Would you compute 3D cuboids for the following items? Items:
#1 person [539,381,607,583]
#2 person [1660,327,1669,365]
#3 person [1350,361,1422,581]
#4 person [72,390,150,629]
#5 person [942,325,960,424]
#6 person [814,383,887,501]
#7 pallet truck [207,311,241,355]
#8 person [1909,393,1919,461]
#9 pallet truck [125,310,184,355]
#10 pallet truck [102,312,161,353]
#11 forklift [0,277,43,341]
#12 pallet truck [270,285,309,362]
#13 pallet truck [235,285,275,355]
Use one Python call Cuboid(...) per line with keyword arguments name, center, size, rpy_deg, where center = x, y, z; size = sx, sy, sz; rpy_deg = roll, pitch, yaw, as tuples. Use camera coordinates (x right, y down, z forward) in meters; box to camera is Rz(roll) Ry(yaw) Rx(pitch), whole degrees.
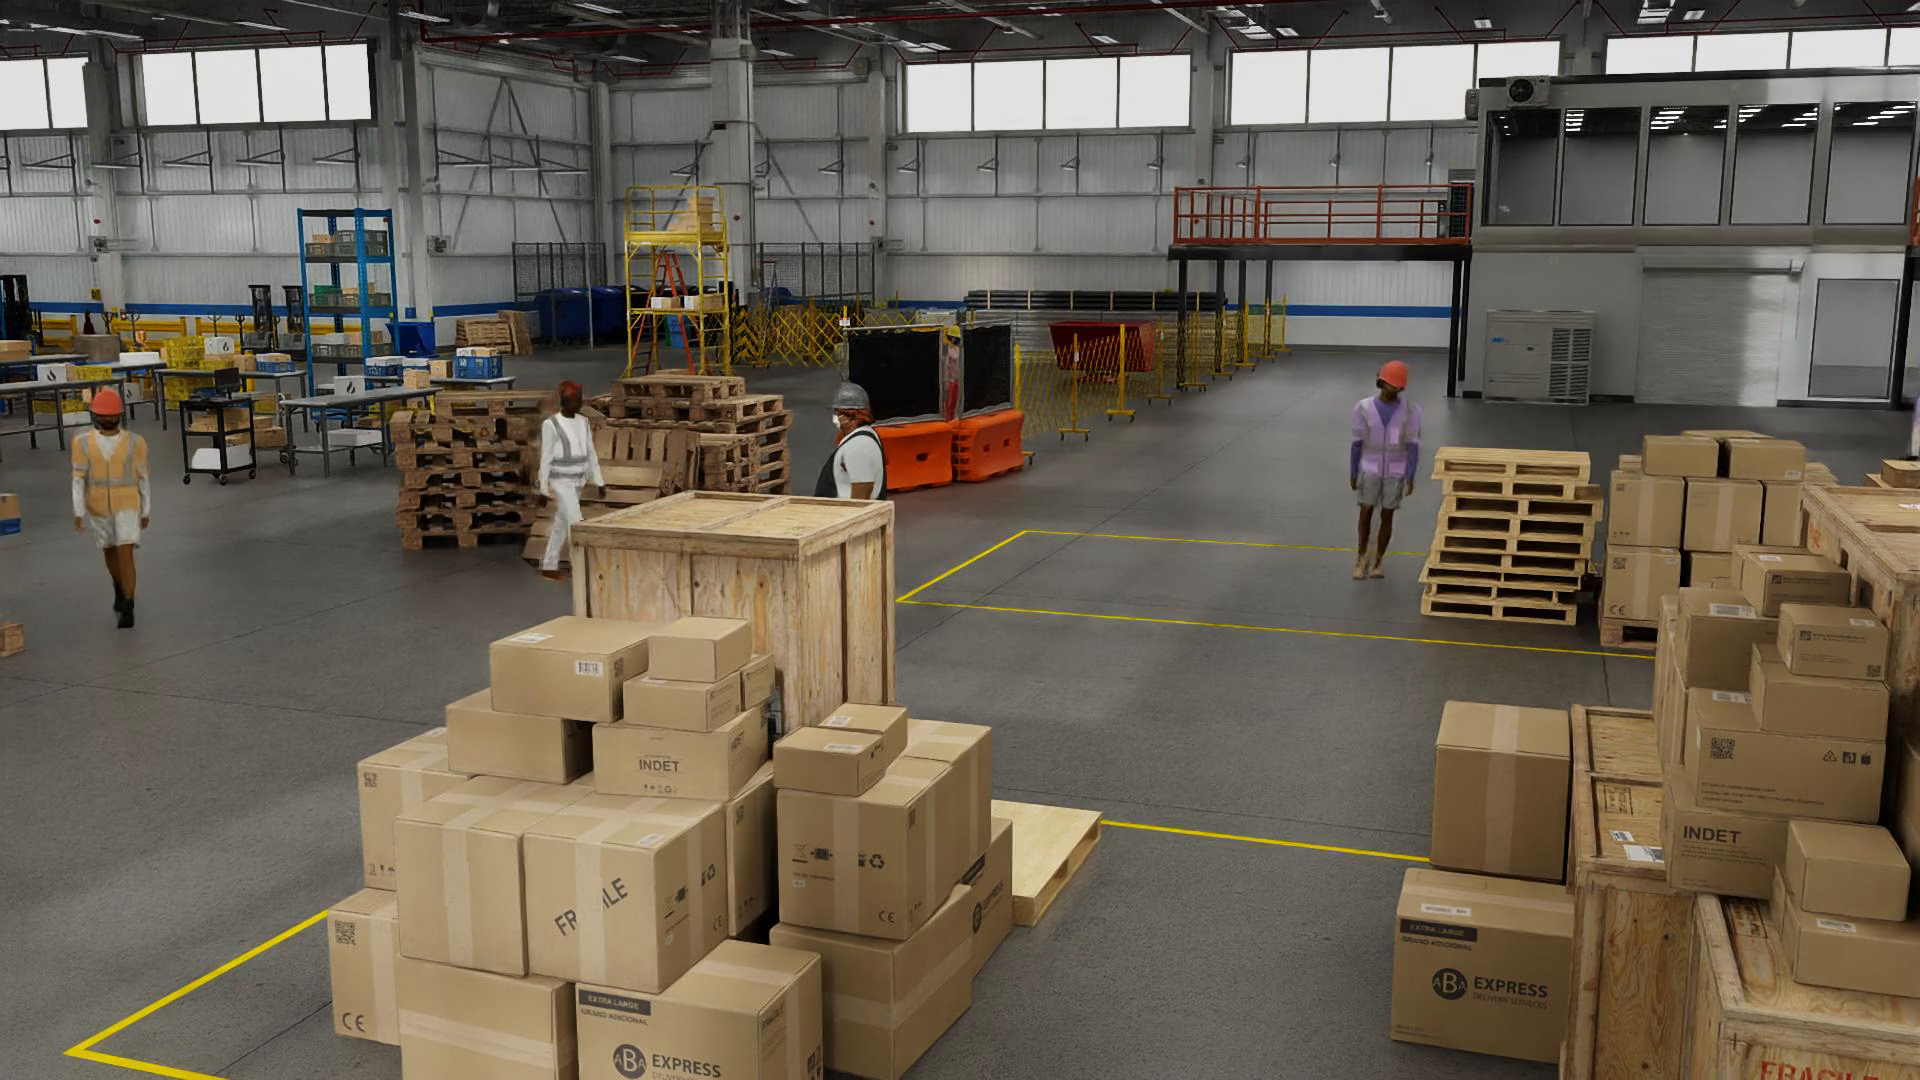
Cuboid(name="person", center=(-3.360, -0.485, 14.742), size=(1.043, 1.824, 0.585), rpy_deg=(4, 11, 23))
Cuboid(name="person", center=(17.715, -5.301, 41.798), size=(0.395, 1.861, 0.846), rpy_deg=(0, 10, -2))
Cuboid(name="person", center=(3.810, -0.610, 14.968), size=(0.611, 2.007, 0.703), rpy_deg=(3, 11, 18))
Cuboid(name="person", center=(-6.850, -0.282, 13.487), size=(0.541, 1.902, 0.995), rpy_deg=(-3, 11, -16))
Cuboid(name="person", center=(-0.119, -2.507, 26.334), size=(0.308, 1.769, 0.525), rpy_deg=(5, 11, 26))
Cuboid(name="person", center=(-0.804, -0.138, 12.214), size=(0.536, 2.000, 0.682), rpy_deg=(0, 10, 2))
Cuboid(name="pallet truck", center=(-19.537, -5.575, 44.913), size=(0.653, 1.274, 1.630), rpy_deg=(3, 11, 19))
Cuboid(name="person", center=(10.333, -1.001, 17.544), size=(0.588, 1.878, 0.993), rpy_deg=(-4, 11, -22))
Cuboid(name="pallet truck", center=(-22.038, -5.665, 45.457), size=(0.704, 1.261, 1.522), rpy_deg=(3, 11, 17))
Cuboid(name="pallet truck", center=(-23.057, -5.777, 46.261), size=(0.680, 1.201, 1.601), rpy_deg=(3, 11, 19))
Cuboid(name="forklift", center=(-27.151, -6.329, 46.328), size=(1.157, 1.987, 2.680), rpy_deg=(3, 11, 17))
Cuboid(name="pallet truck", center=(-17.147, -5.700, 43.663), size=(0.823, 1.965, 1.885), rpy_deg=(3, 11, 17))
Cuboid(name="pallet truck", center=(-18.327, -5.835, 44.421), size=(0.823, 1.965, 1.885), rpy_deg=(4, 11, 23))
